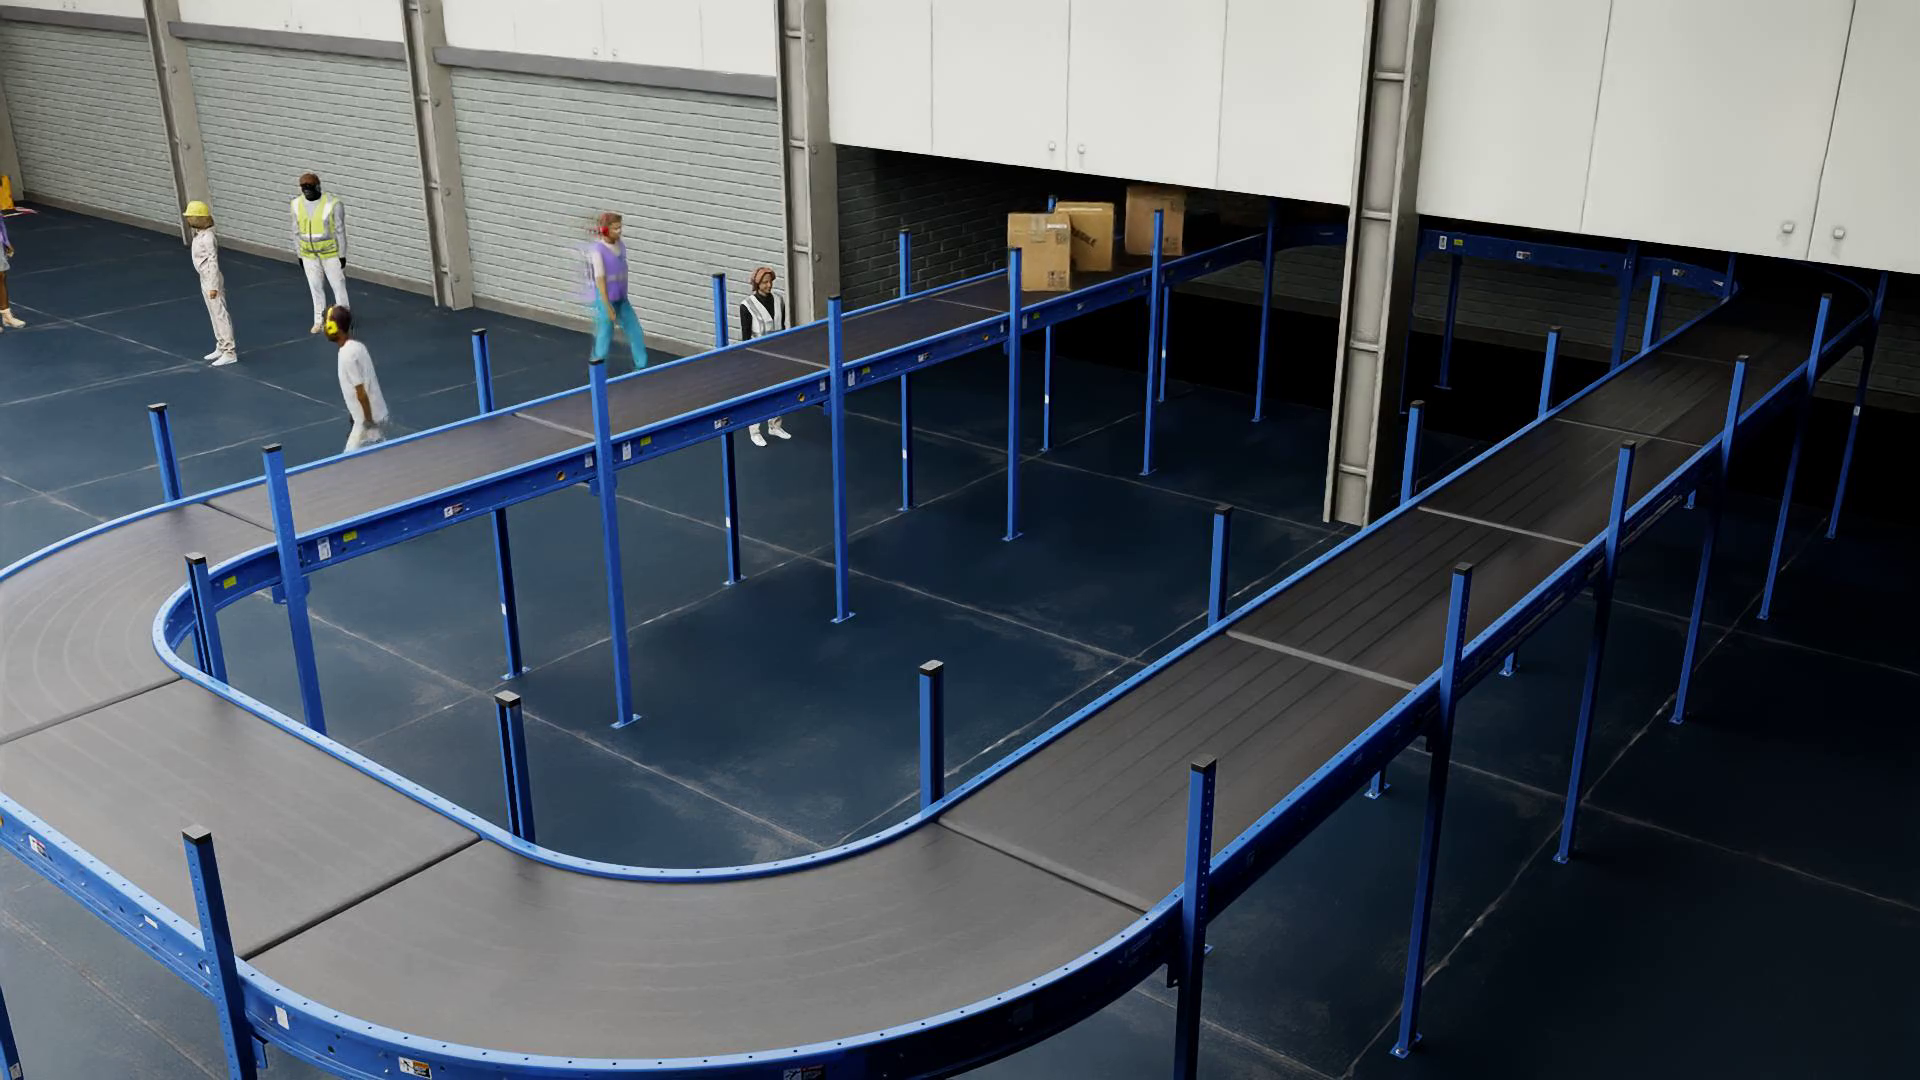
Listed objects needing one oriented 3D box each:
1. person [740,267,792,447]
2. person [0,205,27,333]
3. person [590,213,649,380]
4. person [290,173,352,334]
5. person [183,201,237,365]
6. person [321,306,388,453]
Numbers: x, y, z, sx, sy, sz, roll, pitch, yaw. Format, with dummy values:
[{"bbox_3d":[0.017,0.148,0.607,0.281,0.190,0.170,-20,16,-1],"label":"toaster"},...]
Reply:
[{"bbox_3d":[-1.783,-1.691,15.243,0.309,1.641,0.515,18,28,39],"label":"person"},{"bbox_3d":[-11.138,-3.398,19.038,0.373,2.042,0.614,9,23,21],"label":"person"},{"bbox_3d":[-3.395,-2.387,16.785,0.877,1.805,0.580,7,23,17],"label":"person"},{"bbox_3d":[-7.298,-3.267,18.994,0.613,1.835,0.428,2,22,4],"label":"person"},{"bbox_3d":[-8.035,-2.750,17.793,0.288,1.746,0.488,-15,26,-33],"label":"person"},{"bbox_3d":[-4.682,-0.931,13.059,0.720,1.820,0.535,-2,22,-4],"label":"person"}]
